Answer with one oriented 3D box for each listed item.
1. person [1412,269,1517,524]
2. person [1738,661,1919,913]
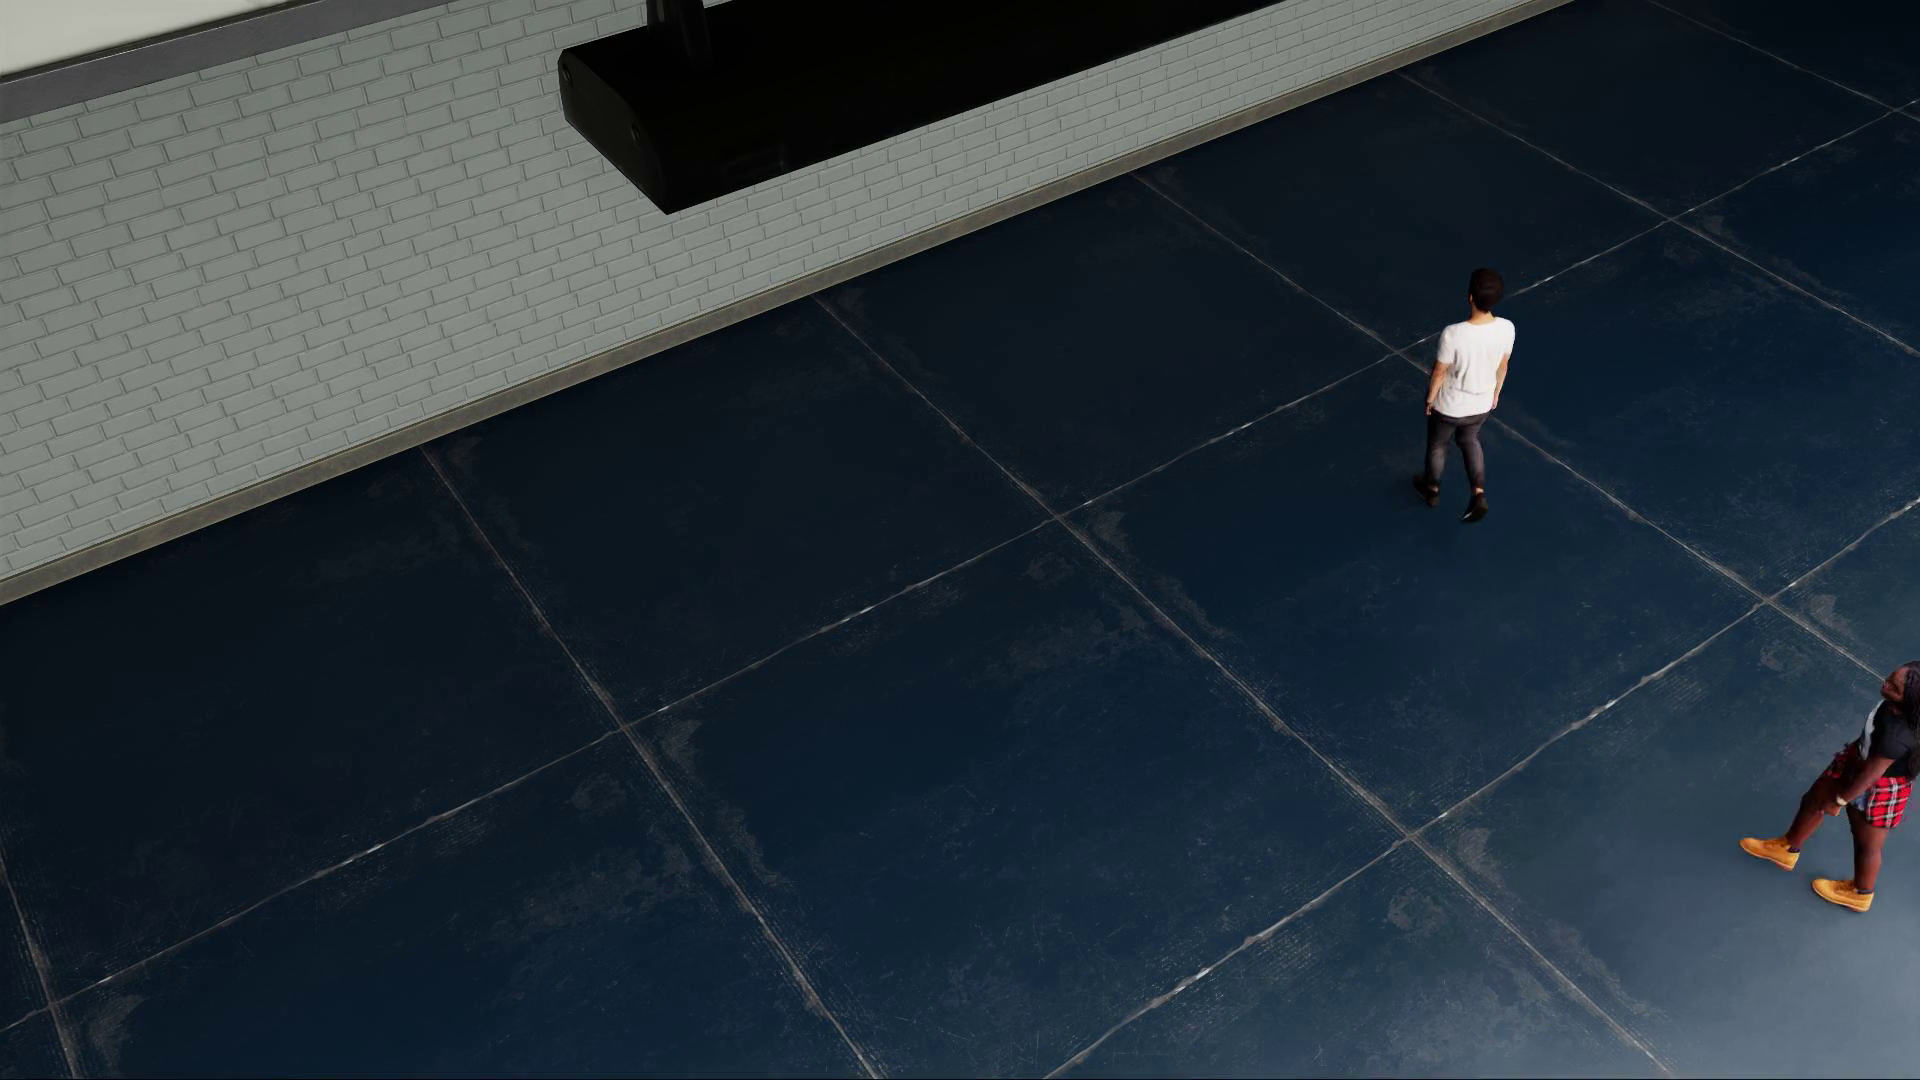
[{"bbox_3d":[3.005,-0.797,9.845,0.833,1.706,0.985,-7,43,-7],"label":"person"},{"bbox_3d":[4.301,1.162,7.758,0.986,1.689,0.860,26,49,25],"label":"person"}]
